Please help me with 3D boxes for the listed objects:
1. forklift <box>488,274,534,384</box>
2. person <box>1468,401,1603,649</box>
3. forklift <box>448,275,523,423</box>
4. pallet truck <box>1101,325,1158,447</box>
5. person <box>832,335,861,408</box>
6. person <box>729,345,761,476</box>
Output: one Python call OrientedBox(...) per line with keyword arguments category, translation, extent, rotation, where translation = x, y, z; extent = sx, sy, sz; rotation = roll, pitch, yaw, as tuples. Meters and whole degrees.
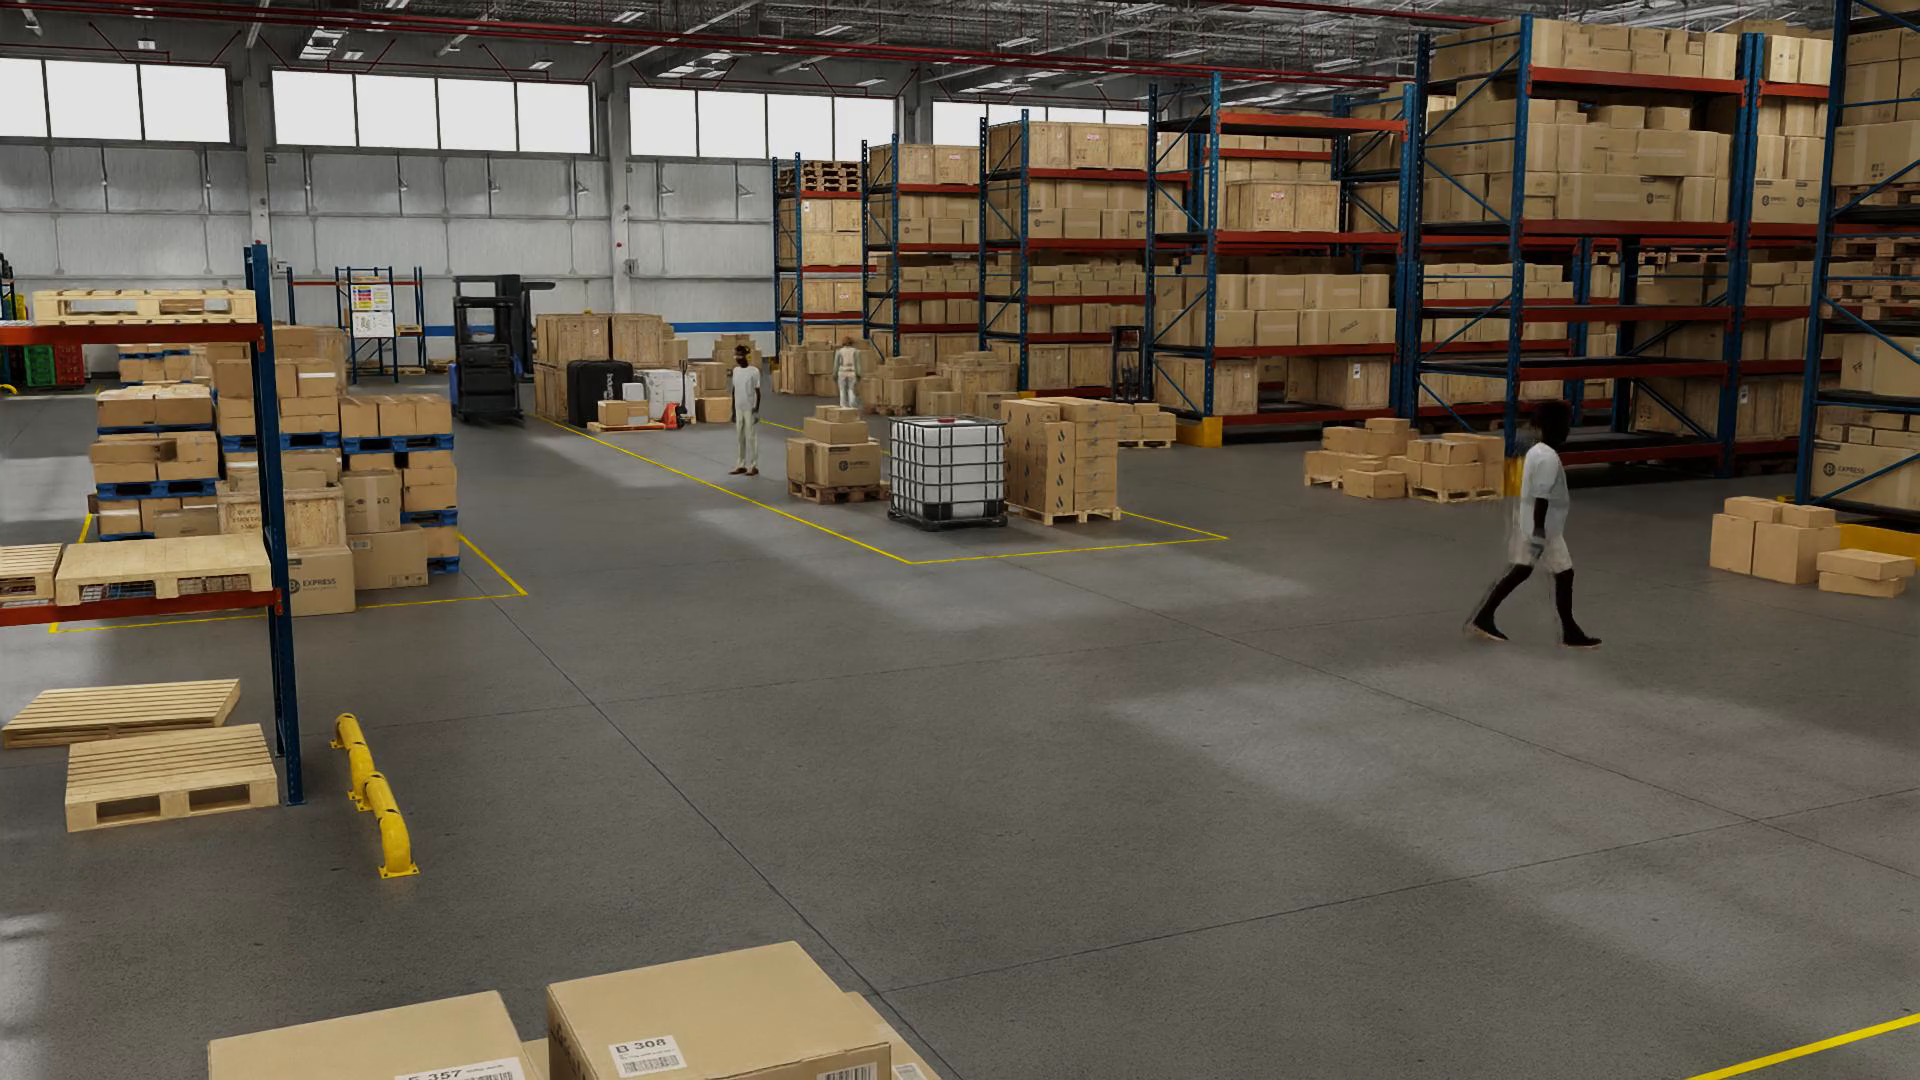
OrientedBox(category="forklift", translation=(-11.415, -5.364, 42.367), extent=(1.873, 2.768, 1.129), rotation=(-4, 10, -25))
OrientedBox(category="person", translation=(4.440, -0.122, 12.816), extent=(0.982, 1.926, 0.615), rotation=(1, 9, 9))
OrientedBox(category="forklift", translation=(-9.314, -3.751, 32.359), extent=(1.129, 2.768, 1.873), rotation=(-4, 10, -26))
OrientedBox(category="pallet truck", translation=(2.881, -2.596, 27.923), extent=(0.823, 1.965, 1.885), rotation=(-1, 9, -7))
OrientedBox(category="person", translation=(-2.285, -3.292, 33.385), extent=(0.573, 1.616, 0.408), rotation=(-2, 9, -11))
OrientedBox(category="person", translation=(-3.056, -1.838, 23.635), extent=(0.535, 1.864, 0.309), rotation=(7, 11, 35))
